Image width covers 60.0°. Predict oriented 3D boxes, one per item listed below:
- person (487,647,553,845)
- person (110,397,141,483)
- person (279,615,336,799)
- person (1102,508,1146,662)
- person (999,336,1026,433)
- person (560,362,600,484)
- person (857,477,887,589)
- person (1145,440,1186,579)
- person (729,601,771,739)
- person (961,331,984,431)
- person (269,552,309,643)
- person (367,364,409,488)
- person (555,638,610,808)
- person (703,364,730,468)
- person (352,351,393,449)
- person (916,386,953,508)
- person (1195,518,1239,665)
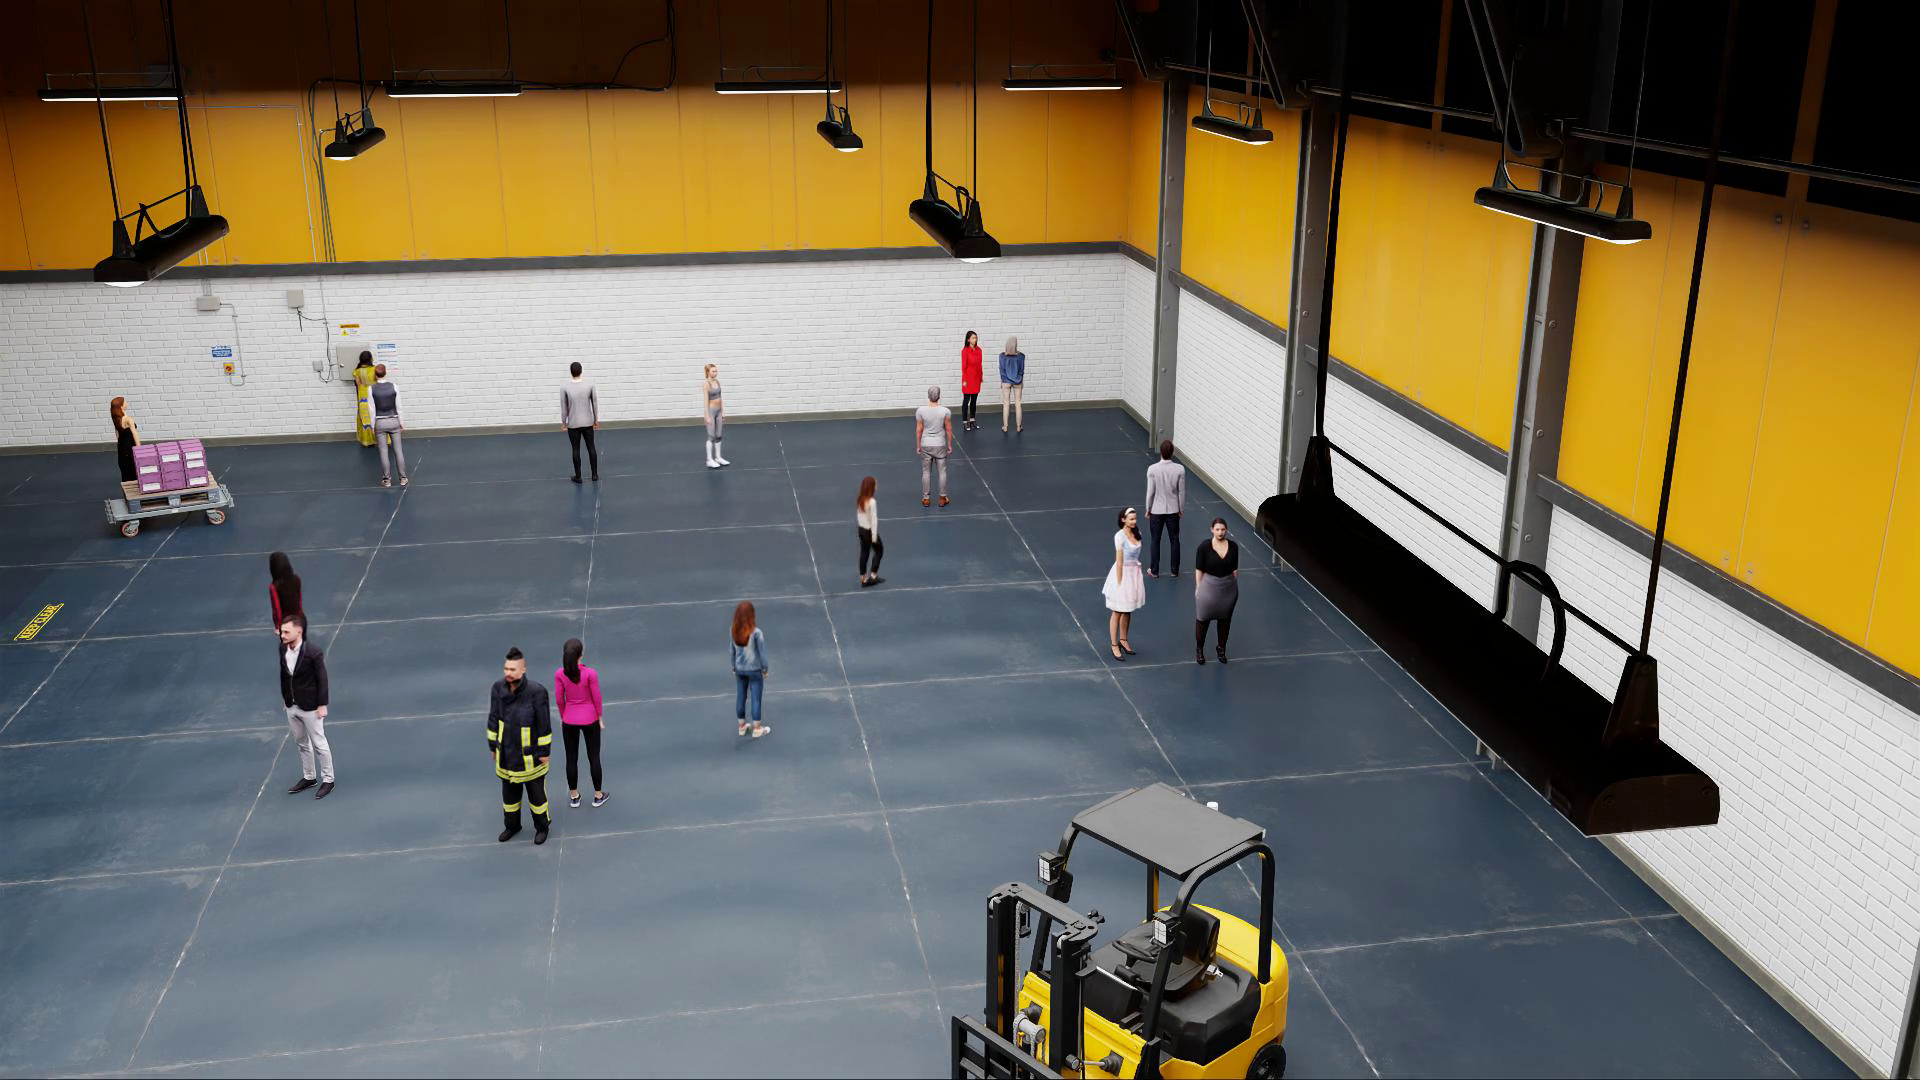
[{"bbox_3d":[-3.998,1.859,15.143,0.847,1.859,0.829,4,19,10],"label":"person"},{"bbox_3d":[-12.562,-1.372,25.105,0.675,1.625,0.720,8,20,23],"label":"person"},{"bbox_3d":[-6.296,1.577,16.007,0.736,1.842,0.731,7,20,21],"label":"person"},{"bbox_3d":[1.916,0.490,19.270,0.910,1.819,0.856,16,24,38],"label":"person"},{"bbox_3d":[0.911,-2.731,29.026,0.637,1.697,0.600,-1,19,-2],"label":"person"},{"bbox_3d":[-5.948,-1.848,26.051,0.793,1.923,0.715,-7,20,-21],"label":"person"},{"bbox_3d":[-1.240,-0.085,21.516,0.734,1.476,0.649,-15,24,-38],"label":"person"},{"bbox_3d":[2.696,-0.409,21.887,0.701,1.852,0.621,-1,19,-2],"label":"person"},{"bbox_3d":[-2.203,1.339,17.290,0.644,1.475,0.661,8,20,22],"label":"person"},{"bbox_3d":[0.199,-2.808,29.178,0.731,1.747,0.768,-15,24,-38],"label":"person"},{"bbox_3d":[-7.325,0.914,18.270,0.721,1.654,0.614,7,20,19],"label":"person"},{"bbox_3d":[-8.920,-1.805,25.900,0.702,1.937,0.635,-7,20,-21],"label":"person"},{"bbox_3d":[-3.606,1.725,15.792,0.627,1.698,0.627,0,19,1],"label":"person"},{"bbox_3d":[-4.005,-2.029,26.935,0.710,1.702,0.641,11,22,30],"label":"person"},{"bbox_3d":[-9.931,-2.382,28.049,0.949,1.660,0.908,2,19,6],"label":"person"},{"bbox_3d":[-0.392,-1.405,24.881,0.737,1.830,0.624,1,19,2],"label":"person"},{"bbox_3d":[2.940,0.575,19.111,0.670,1.760,0.605,-2,19,-7],"label":"person"}]
